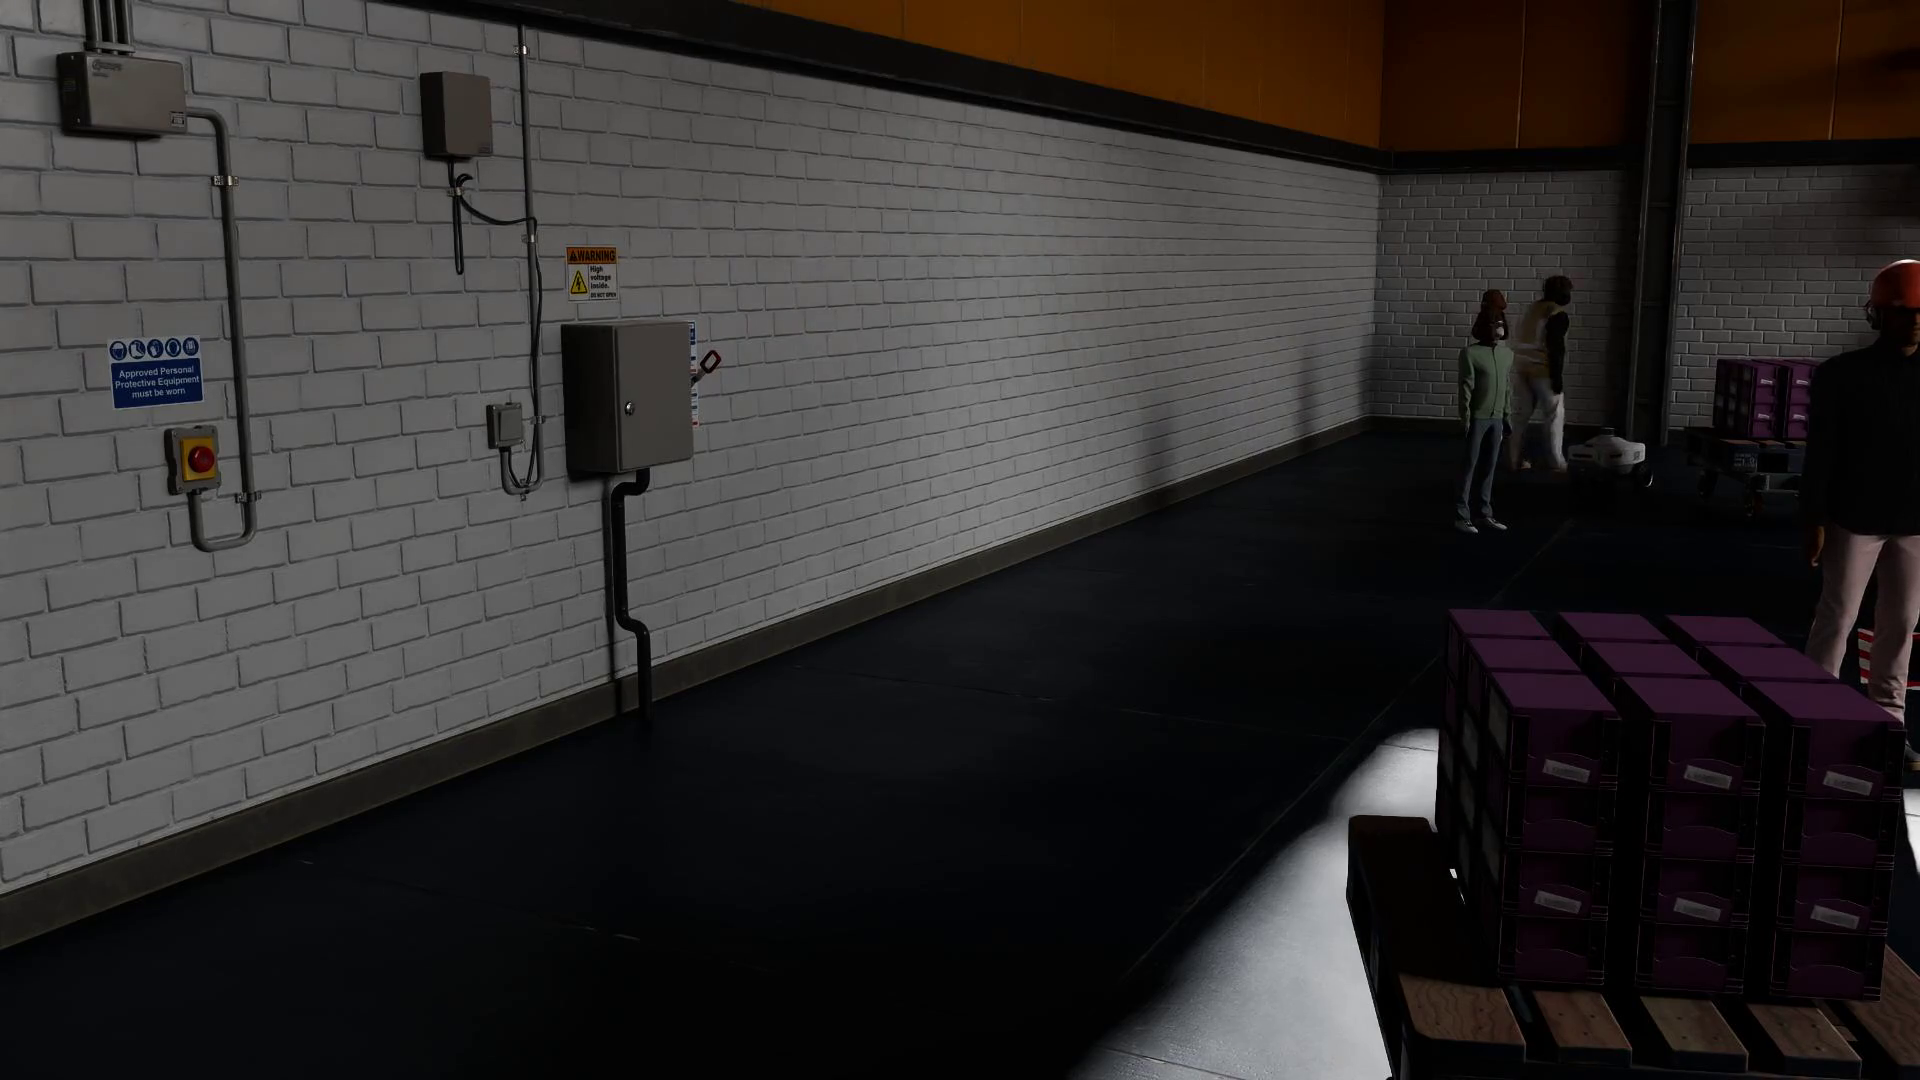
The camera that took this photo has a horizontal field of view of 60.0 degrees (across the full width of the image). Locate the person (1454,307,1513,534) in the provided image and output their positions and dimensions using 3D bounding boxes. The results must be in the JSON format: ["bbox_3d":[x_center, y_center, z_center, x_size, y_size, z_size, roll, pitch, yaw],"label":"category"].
[{"bbox_3d":[3.810,-0.870,12.078,0.499,1.636,0.286,-6,11,-29],"label":"person"}]

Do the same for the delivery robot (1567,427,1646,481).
[{"bbox_3d":[5.429,-0.703,13.969,0.707,0.478,0.477,-7,12,-36],"label":"delivery robot"}]

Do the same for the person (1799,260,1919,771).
[{"bbox_3d":[3.594,-0.081,6.477,0.625,1.992,0.386,0,10,0],"label":"person"}]

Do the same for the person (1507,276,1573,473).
[{"bbox_3d":[5.421,-1.524,15.386,0.597,1.815,0.630,-2,10,-10],"label":"person"}]

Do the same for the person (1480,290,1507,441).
[{"bbox_3d":[5.687,-1.855,17.792,0.266,1.631,0.507,7,12,34],"label":"person"}]
